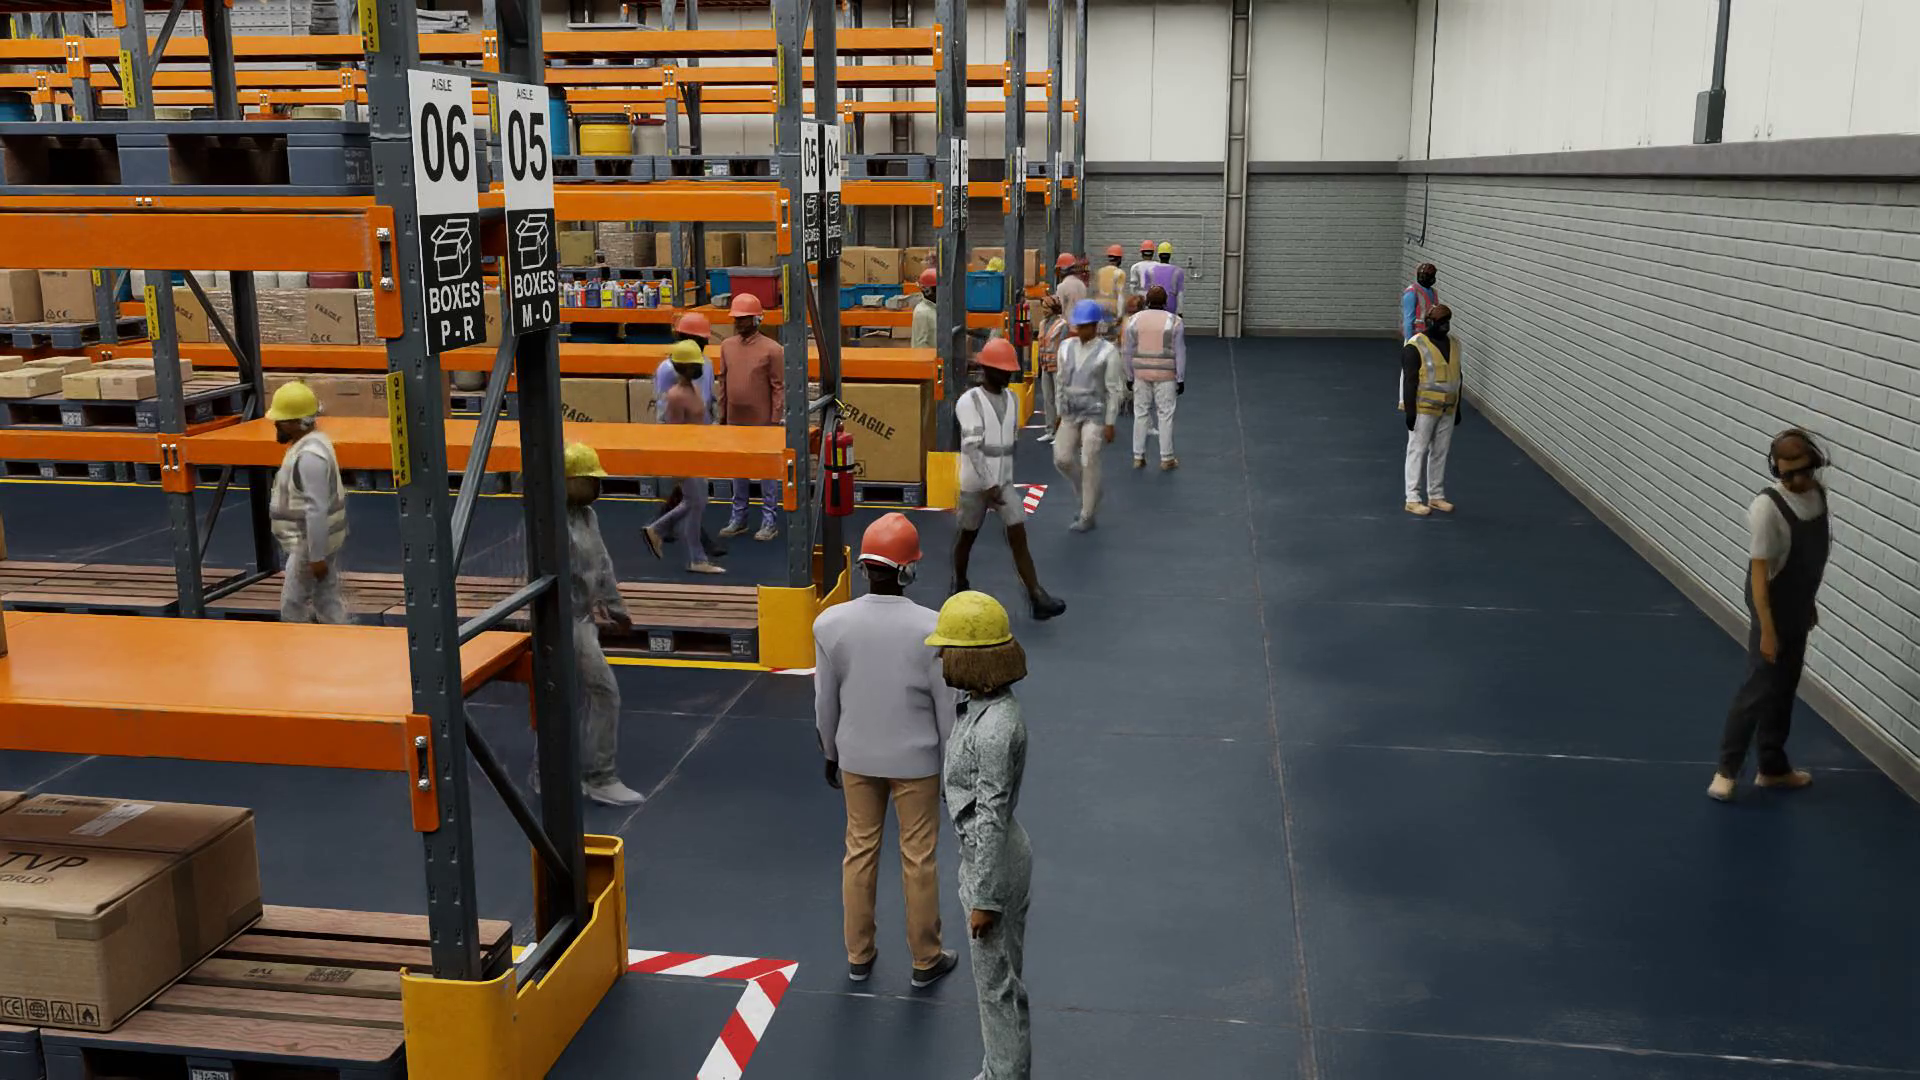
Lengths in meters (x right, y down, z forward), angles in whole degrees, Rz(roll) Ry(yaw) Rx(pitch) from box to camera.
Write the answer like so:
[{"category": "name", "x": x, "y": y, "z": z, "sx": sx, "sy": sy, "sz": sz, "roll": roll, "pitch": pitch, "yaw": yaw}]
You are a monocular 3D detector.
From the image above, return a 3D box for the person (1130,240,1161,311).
[{"category": "person", "x": 2.878, "y": -3.640, "z": 25.598, "sx": 0.544, "sy": 1.920, "sz": 0.418, "roll": 1, "pitch": 13, "yaw": 4}]

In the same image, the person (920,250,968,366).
[{"category": "person", "x": -0.308, "y": -3.061, "z": 23.037, "sx": 0.758, "sy": 1.889, "sz": 0.644, "roll": 0, "pitch": 12, "yaw": 2}]

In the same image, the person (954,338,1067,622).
[{"category": "person", "x": 0.256, "y": -0.379, "z": 10.950, "sx": 0.554, "sy": 1.871, "sz": 1.020, "roll": -9, "pitch": 15, "yaw": -35}]

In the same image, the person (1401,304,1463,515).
[{"category": "person", "x": 4.119, "y": -1.137, "z": 14.491, "sx": 0.629, "sy": 1.837, "sz": 0.429, "roll": -7, "pitch": 14, "yaw": -27}]

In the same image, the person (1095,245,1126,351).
[{"category": "person", "x": 2.197, "y": -3.347, "z": 24.291, "sx": 0.563, "sy": 1.903, "sz": 0.709, "roll": 10, "pitch": 16, "yaw": 38}]

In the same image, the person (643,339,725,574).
[{"category": "person", "x": -2.068, "y": -0.613, "z": 12.309, "sx": 0.597, "sy": 1.751, "sz": 0.529, "roll": 2, "pitch": 13, "yaw": 11}]

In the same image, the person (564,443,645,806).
[{"category": "person", "x": -1.717, "y": 0.397, "z": 7.803, "sx": 0.660, "sy": 1.719, "sz": 0.492, "roll": 0, "pitch": 12, "yaw": 2}]

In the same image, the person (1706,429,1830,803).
[{"category": "person", "x": 3.880, "y": 0.353, "z": 7.838, "sx": 0.649, "sy": 1.807, "sz": 0.336, "roll": -9, "pitch": 15, "yaw": -35}]

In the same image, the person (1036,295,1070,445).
[{"category": "person", "x": 1.024, "y": -1.866, "z": 18.234, "sx": 0.318, "sy": 1.631, "sz": 0.524, "roll": -8, "pitch": 15, "yaw": -33}]

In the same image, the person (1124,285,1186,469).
[{"category": "person", "x": 1.962, "y": -1.629, "z": 16.671, "sx": 0.633, "sy": 1.845, "sz": 0.429, "roll": 5, "pitch": 14, "yaw": 22}]

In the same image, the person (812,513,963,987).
[{"category": "person", "x": -0.248, "y": 0.765, "z": 6.067, "sx": 0.563, "sy": 1.753, "sz": 0.327, "roll": 4, "pitch": 13, "yaw": 16}]

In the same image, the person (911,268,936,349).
[{"category": "person", "x": -0.305, "y": -1.743, "z": 16.843, "sx": 0.383, "sy": 1.996, "sz": 0.609, "roll": 2, "pitch": 13, "yaw": 10}]

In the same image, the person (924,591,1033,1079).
[{"category": "person", "x": 0.056, "y": 1.001, "z": 5.053, "sx": 0.322, "sy": 1.736, "sz": 0.485, "roll": -1, "pitch": 13, "yaw": -4}]

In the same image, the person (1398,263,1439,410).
[{"category": "person", "x": 5.764, "y": -2.537, "z": 20.811, "sx": 0.622, "sy": 1.835, "sz": 0.431, "roll": -12, "pitch": 17, "yaw": -43}]

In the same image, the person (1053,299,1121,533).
[{"category": "person", "x": 1.036, "y": -1.022, "z": 13.722, "sx": 0.623, "sy": 1.930, "sz": 0.440, "roll": 10, "pitch": 16, "yaw": 37}]

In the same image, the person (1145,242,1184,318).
[{"category": "person", "x": 3.033, "y": -3.458, "z": 24.762, "sx": 0.584, "sy": 1.919, "sz": 0.390, "roll": 2, "pitch": 13, "yaw": 9}]

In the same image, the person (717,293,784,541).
[{"category": "person", "x": -1.702, "y": -0.993, "z": 13.459, "sx": 0.612, "sy": 1.995, "sz": 0.378, "roll": 6, "pitch": 14, "yaw": 25}]

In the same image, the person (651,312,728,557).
[{"category": "person", "x": -2.175, "y": -0.847, "z": 13.067, "sx": 0.910, "sy": 1.905, "sz": 0.546, "roll": 9, "pitch": 15, "yaw": 34}]

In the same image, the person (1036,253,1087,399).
[{"category": "person", "x": 1.447, "y": -2.713, "z": 21.372, "sx": 1.048, "sy": 1.941, "sz": 0.609, "roll": 7, "pitch": 14, "yaw": 30}]

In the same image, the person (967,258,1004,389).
[{"category": "person", "x": 0.412, "y": -2.937, "z": 22.682, "sx": 0.869, "sy": 1.792, "sz": 0.594, "roll": -3, "pitch": 13, "yaw": -13}]

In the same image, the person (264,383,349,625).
[{"category": "person", "x": -3.724, "y": -0.004, "z": 9.427, "sx": 0.533, "sy": 1.802, "sz": 0.689, "roll": -4, "pitch": 13, "yaw": -19}]
